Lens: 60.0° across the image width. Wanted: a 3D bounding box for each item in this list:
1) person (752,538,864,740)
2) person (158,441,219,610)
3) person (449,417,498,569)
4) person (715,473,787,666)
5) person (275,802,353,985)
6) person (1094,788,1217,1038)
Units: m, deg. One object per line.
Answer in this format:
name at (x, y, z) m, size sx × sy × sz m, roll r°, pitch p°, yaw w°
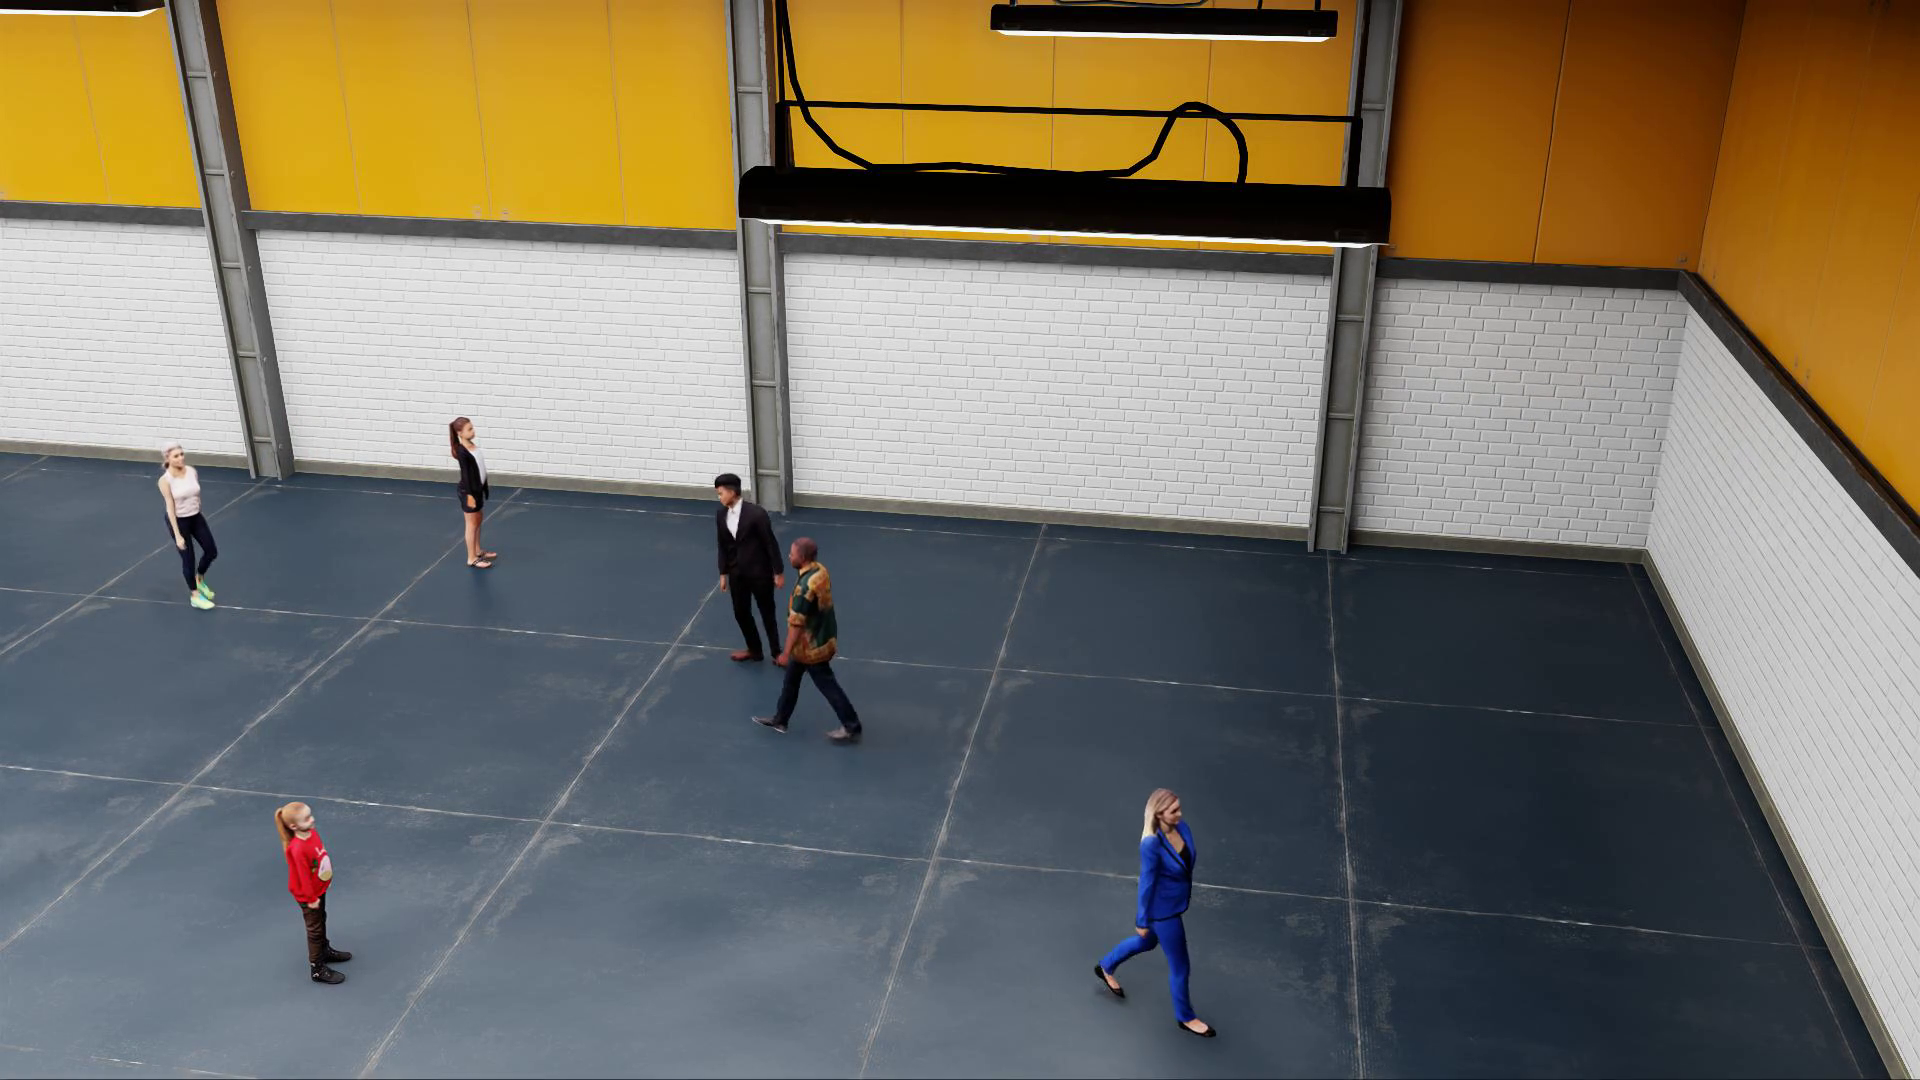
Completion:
person at (-1.115, 0.852, 13.417) m, size 1.188 × 1.761 × 0.759 m, roll 2°, pitch 24°, yaw 5°
person at (-7.398, -0.139, 15.774) m, size 0.726 × 1.689 × 0.690 m, roll 11°, pitch 26°, yaw 23°
person at (-4.936, -0.505, 16.781) m, size 0.568 × 1.555 × 0.564 m, roll 1°, pitch 24°, yaw 3°
person at (-1.764, 0.275, 14.627) m, size 0.647 × 1.851 × 0.990 m, roll 6°, pitch 24°, yaw 12°
person at (-4.205, 2.262, 10.791) m, size 0.584 × 1.281 × 0.554 m, roll -3°, pitch 24°, yaw -7°
person at (1.177, 2.263, 10.311) m, size 1.203 × 1.665 × 0.913 m, roll 14°, pitch 27°, yaw 28°
